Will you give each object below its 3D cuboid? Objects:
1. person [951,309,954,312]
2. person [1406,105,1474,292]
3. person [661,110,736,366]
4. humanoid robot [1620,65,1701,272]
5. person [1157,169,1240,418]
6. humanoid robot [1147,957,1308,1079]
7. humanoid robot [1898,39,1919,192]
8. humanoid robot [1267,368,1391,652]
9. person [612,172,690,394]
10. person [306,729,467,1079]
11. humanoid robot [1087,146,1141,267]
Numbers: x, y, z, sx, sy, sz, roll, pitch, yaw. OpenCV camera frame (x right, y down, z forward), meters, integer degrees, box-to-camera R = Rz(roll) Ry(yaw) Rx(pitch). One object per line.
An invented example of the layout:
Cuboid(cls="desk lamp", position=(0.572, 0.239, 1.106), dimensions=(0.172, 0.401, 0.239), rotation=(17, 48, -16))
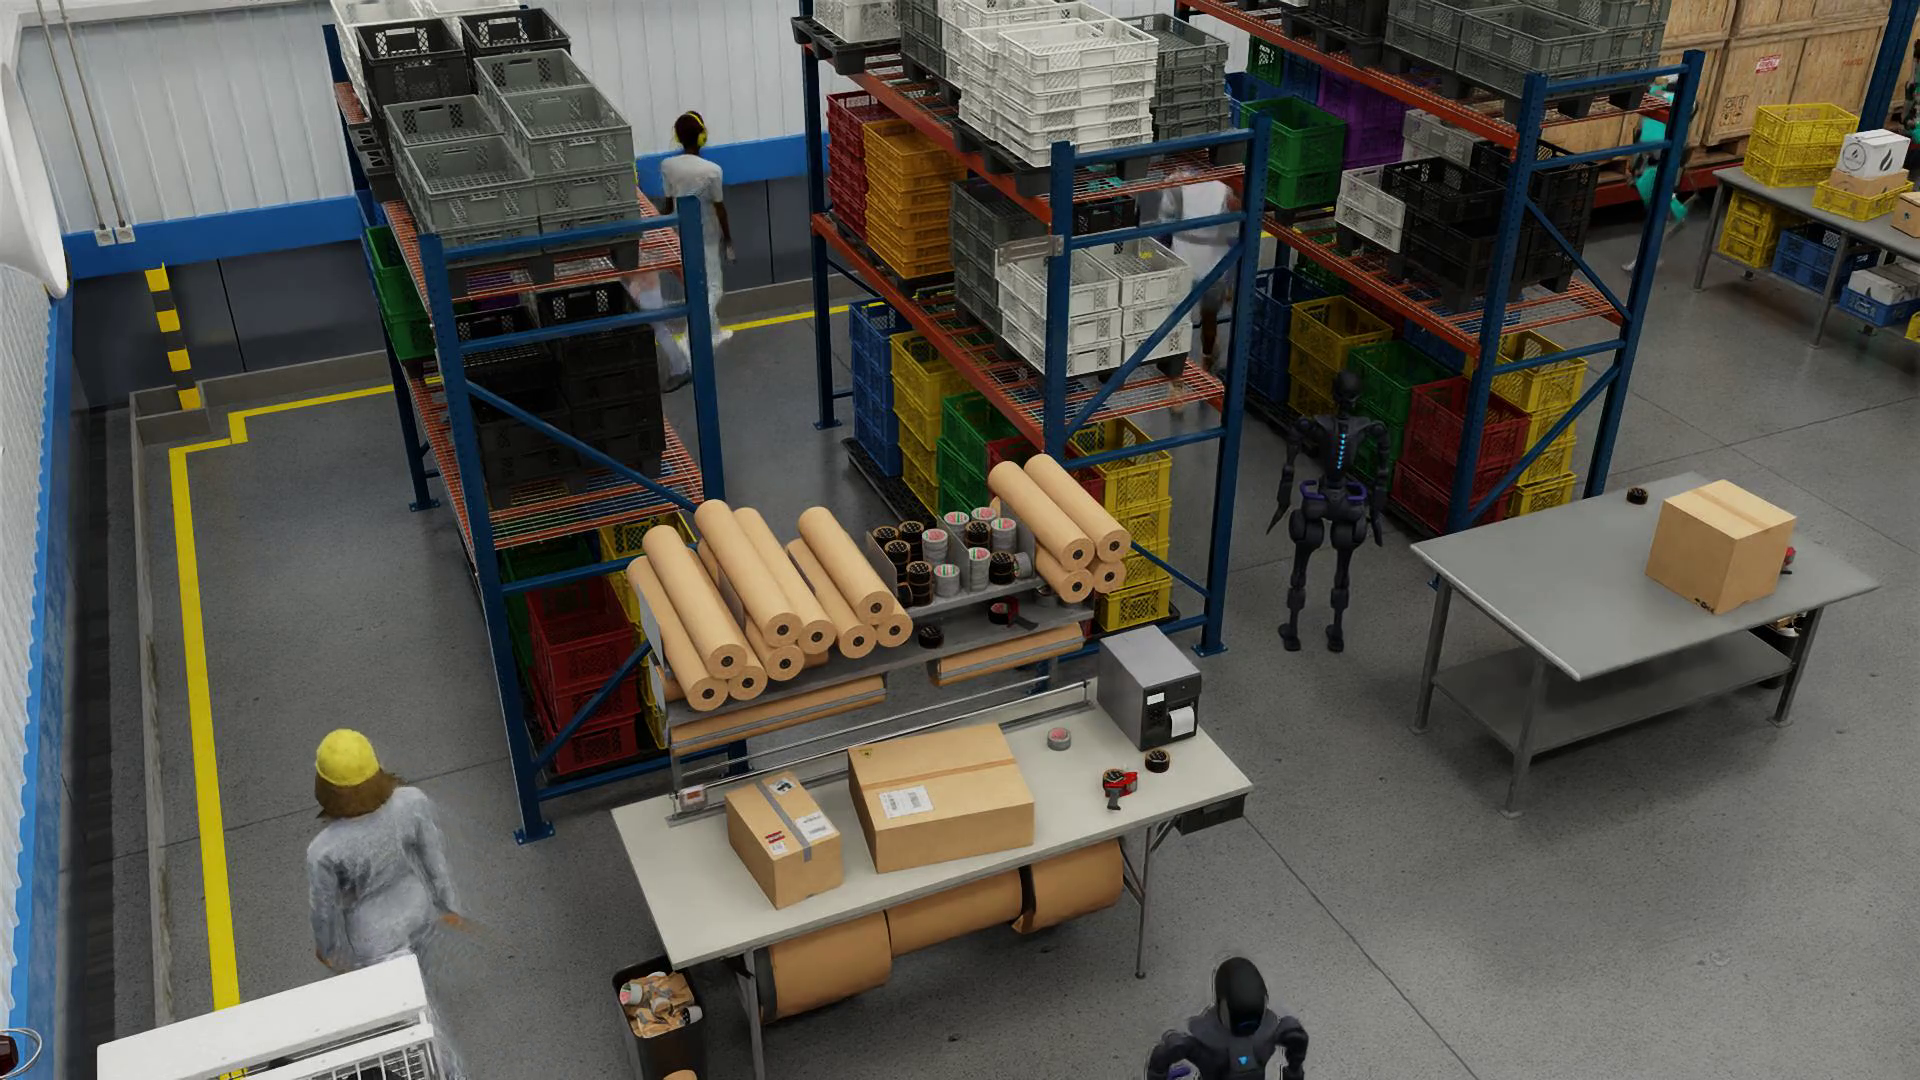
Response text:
Cuboid(cls="person", position=(0.116, -2.467, 12.455), dimensions=(0.333, 1.866, 0.511), rotation=(-4, 32, -7))
Cuboid(cls="person", position=(3.527, -2.267, 12.161), dimensions=(0.344, 1.838, 0.500), rotation=(-26, 40, -35))
Cuboid(cls="person", position=(-1.895, -2.149, 11.963), dimensions=(0.517, 1.846, 0.806), rotation=(15, 35, 23))
Cuboid(cls="humanoid robot", position=(5.718, -2.893, 13.356), dimensions=(0.778, 1.883, 0.565), rotation=(-13, 34, -21))
Cuboid(cls="person", position=(1.645, -1.914, 11.446), dimensions=(0.636, 1.969, 1.079), rotation=(9, 33, 14))
Cuboid(cls="humanoid robot", position=(0.850, 1.952, 5.505), dimensions=(0.586, 1.625, 0.715), rotation=(-6, 32, -10))
Cuboid(cls="humanoid robot", position=(8.639, -3.655, 14.557), dimensions=(0.878, 1.827, 0.547), rotation=(-14, 34, -22))
Cuboid(cls="humanoid robot", position=(1.964, -0.147, 8.862), dimensions=(0.611, 1.653, 0.310), rotation=(2, 32, 4))
Cuboid(cls="person", position=(-2.264, -1.758, 11.421), dimensions=(0.793, 1.728, 0.527), rotation=(-27, 41, -37))
Cuboid(cls="person", position=(-2.231, 1.404, 6.315), dimensions=(0.873, 1.693, 0.507), rotation=(22, 38, 31))
Cuboid(cls="humanoid robot", position=(0.998, -1.985, 11.836), dimensions=(0.538, 1.748, 1.057), rotation=(3, 32, 5))
